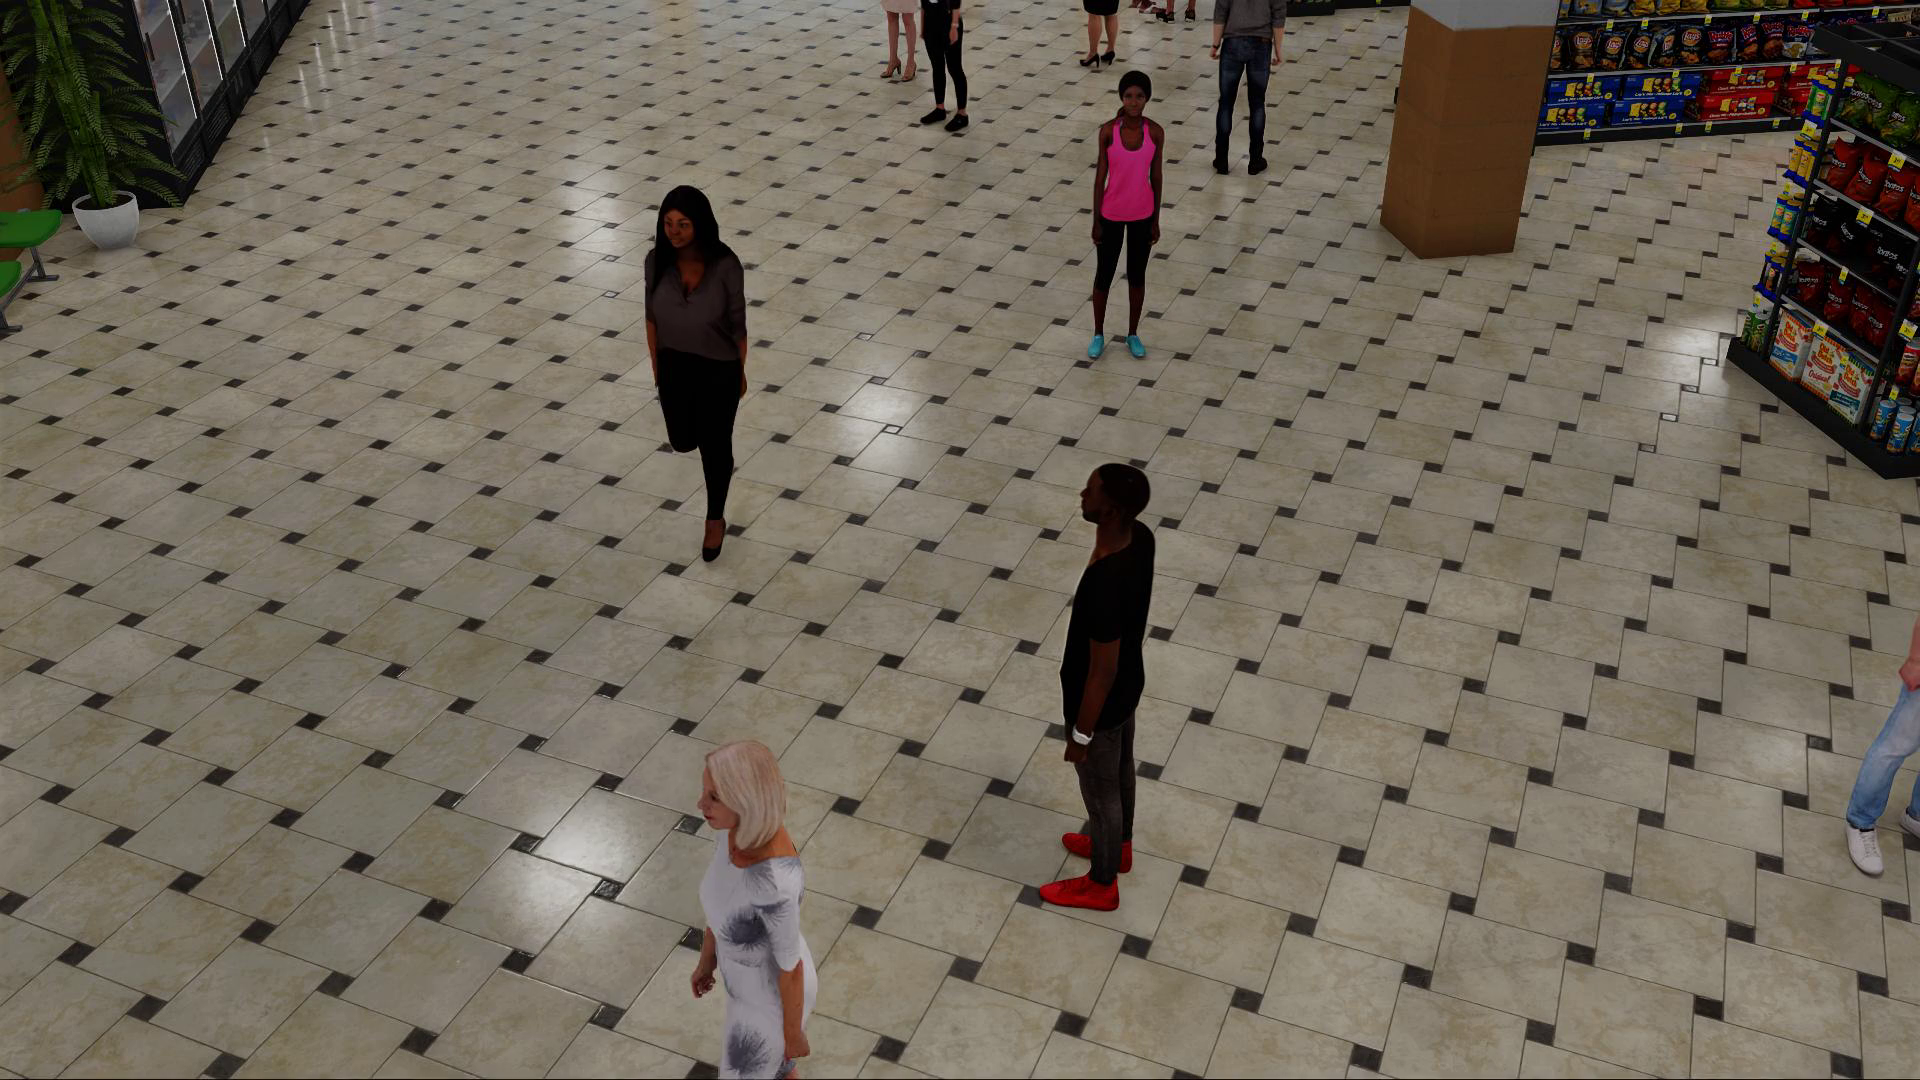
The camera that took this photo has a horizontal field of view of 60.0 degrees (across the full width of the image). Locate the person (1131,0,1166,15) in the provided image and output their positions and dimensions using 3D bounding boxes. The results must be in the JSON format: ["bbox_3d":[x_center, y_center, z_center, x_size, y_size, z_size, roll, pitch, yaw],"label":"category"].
[{"bbox_3d":[1.912,-6.197,16.669,0.524,1.724,0.609,-8,33,-12],"label":"person"}]

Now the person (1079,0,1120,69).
[{"bbox_3d":[1.275,-5.121,14.991,0.690,1.671,0.835,-17,36,-25],"label":"person"}]

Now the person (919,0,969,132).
[{"bbox_3d":[-0.120,-4.204,13.481,0.718,1.708,0.684,-28,41,-37],"label":"person"}]

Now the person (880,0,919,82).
[{"bbox_3d":[-0.536,-4.939,14.636,0.680,1.736,0.744,19,37,28],"label":"person"}]

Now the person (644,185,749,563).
[{"bbox_3d":[-1.214,-0.829,7.951,1.045,1.820,0.924,5,32,8],"label":"person"}]

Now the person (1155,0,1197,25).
[{"bbox_3d":[2.183,-6.029,16.269,0.496,1.861,0.742,-6,32,-10],"label":"person"}]

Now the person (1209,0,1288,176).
[{"bbox_3d":[2.152,-3.708,12.499,0.647,1.903,0.831,6,32,9],"label":"person"}]

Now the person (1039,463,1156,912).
[{"bbox_3d":[0.514,0.524,5.791,0.708,1.805,0.715,11,33,17],"label":"person"}]

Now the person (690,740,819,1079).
[{"bbox_3d":[-0.485,1.242,4.701,0.617,1.738,0.617,-13,34,-19],"label":"person"}]

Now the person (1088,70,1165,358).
[{"bbox_3d":[0.975,-1.901,9.766,0.534,1.722,0.654,0,32,0],"label":"person"}]
